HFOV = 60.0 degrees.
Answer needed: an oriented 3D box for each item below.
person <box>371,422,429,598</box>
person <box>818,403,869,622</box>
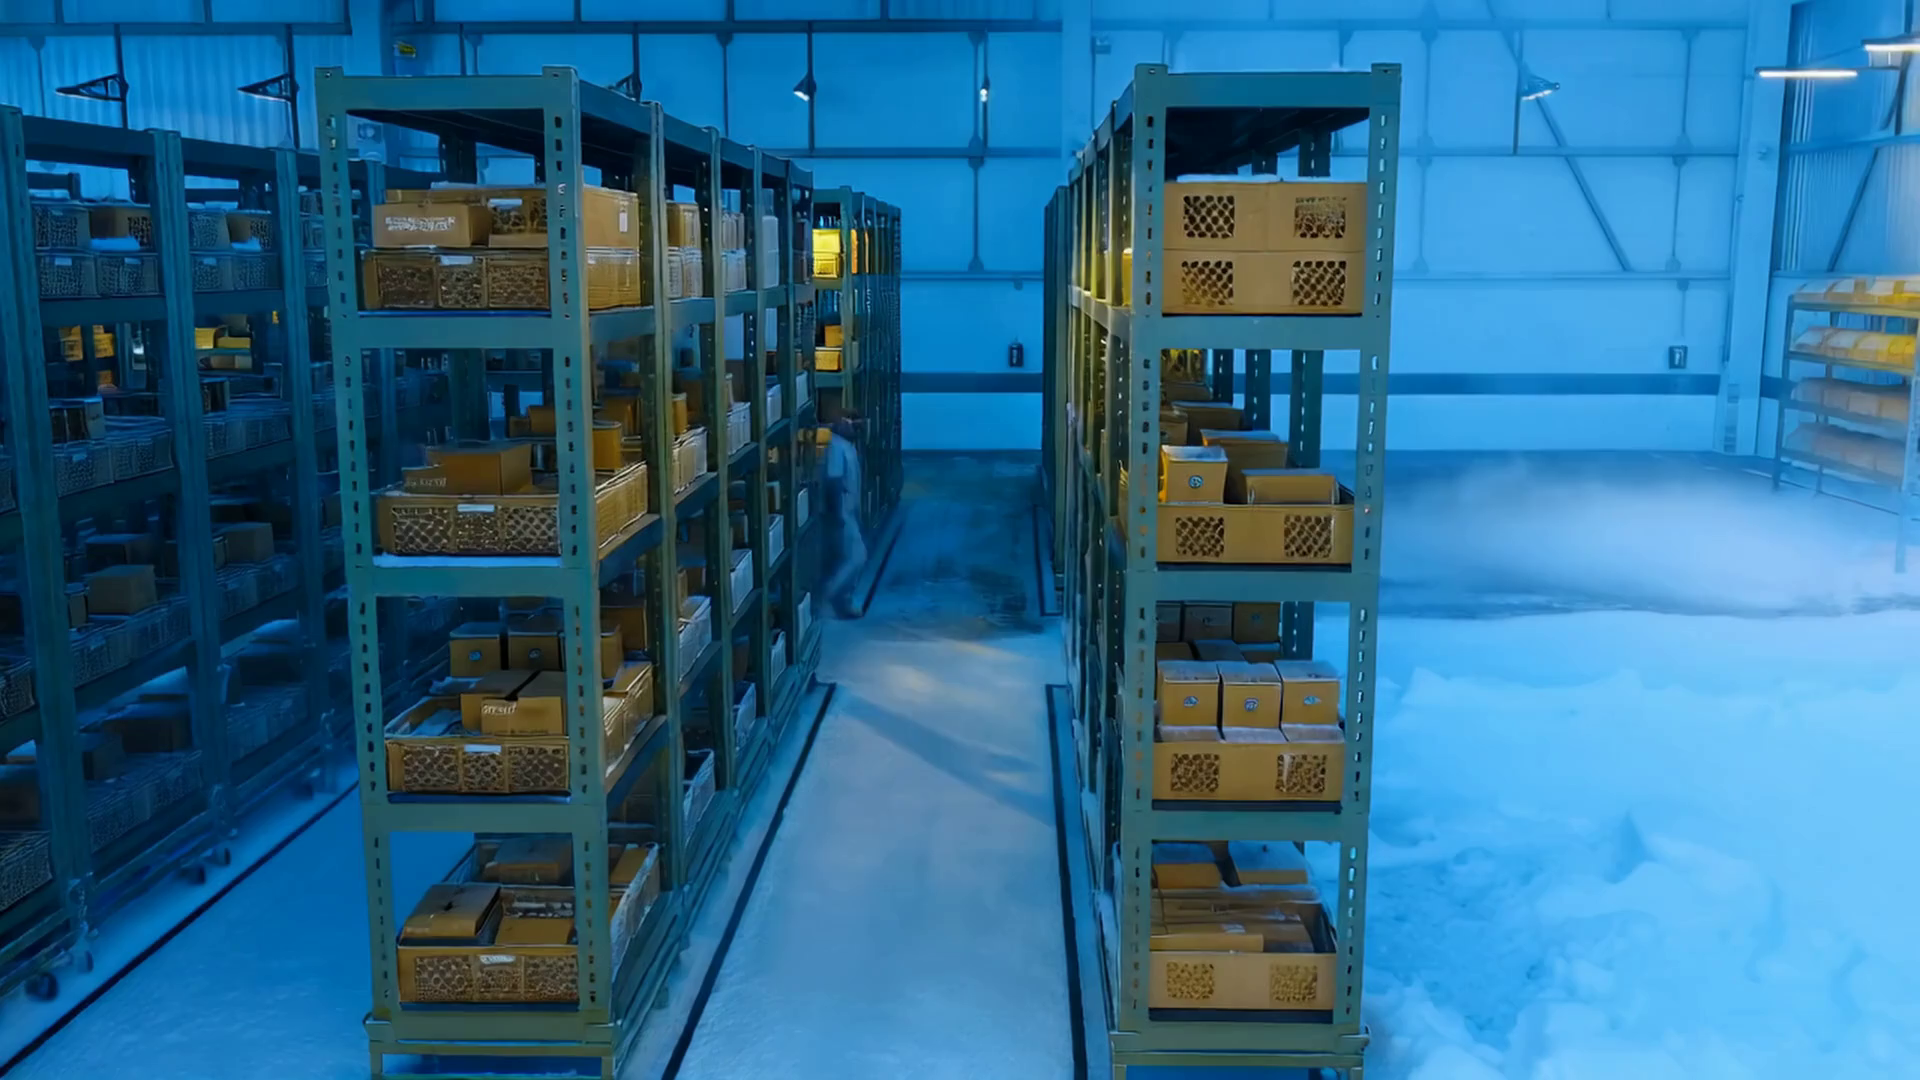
[{"bbox_3d":[-4.196,-0.079,12.536,0.692,1.975,0.623,4,11,23],"label":"person"},{"bbox_3d":[-0.954,-0.217,13.783,0.452,1.829,0.570,0,10,1],"label":"person"}]
